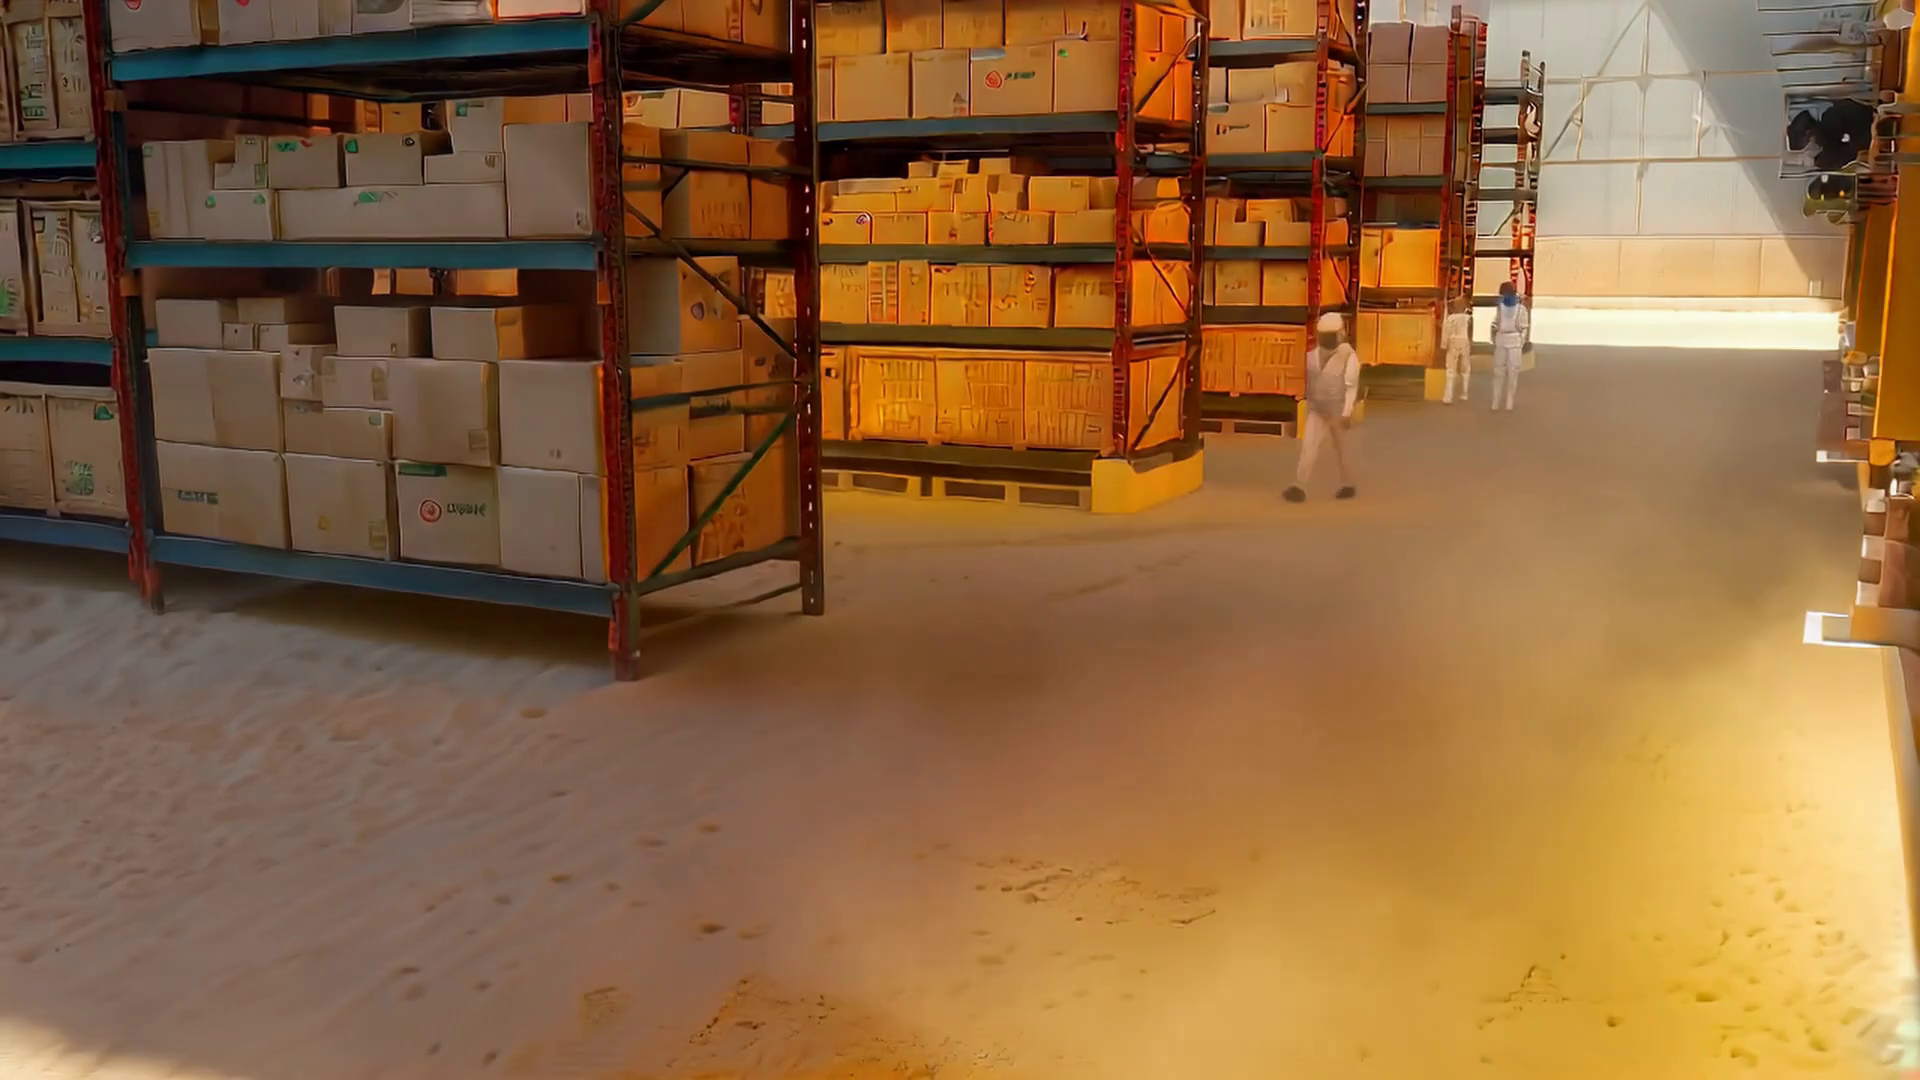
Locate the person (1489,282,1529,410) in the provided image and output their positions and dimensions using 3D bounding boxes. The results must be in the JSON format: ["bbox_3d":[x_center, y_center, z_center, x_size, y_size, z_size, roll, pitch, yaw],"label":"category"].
[{"bbox_3d":[8.109,-2.853,24.613,0.556,1.887,0.931,4,11,23],"label":"person"}]

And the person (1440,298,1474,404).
[{"bbox_3d":[7.708,-2.929,25.791,0.514,1.640,0.310,-2,10,-9],"label":"person"}]

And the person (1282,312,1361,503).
[{"bbox_3d":[3.438,-1.236,15.589,0.958,1.778,0.616,-10,14,-44],"label":"person"}]
